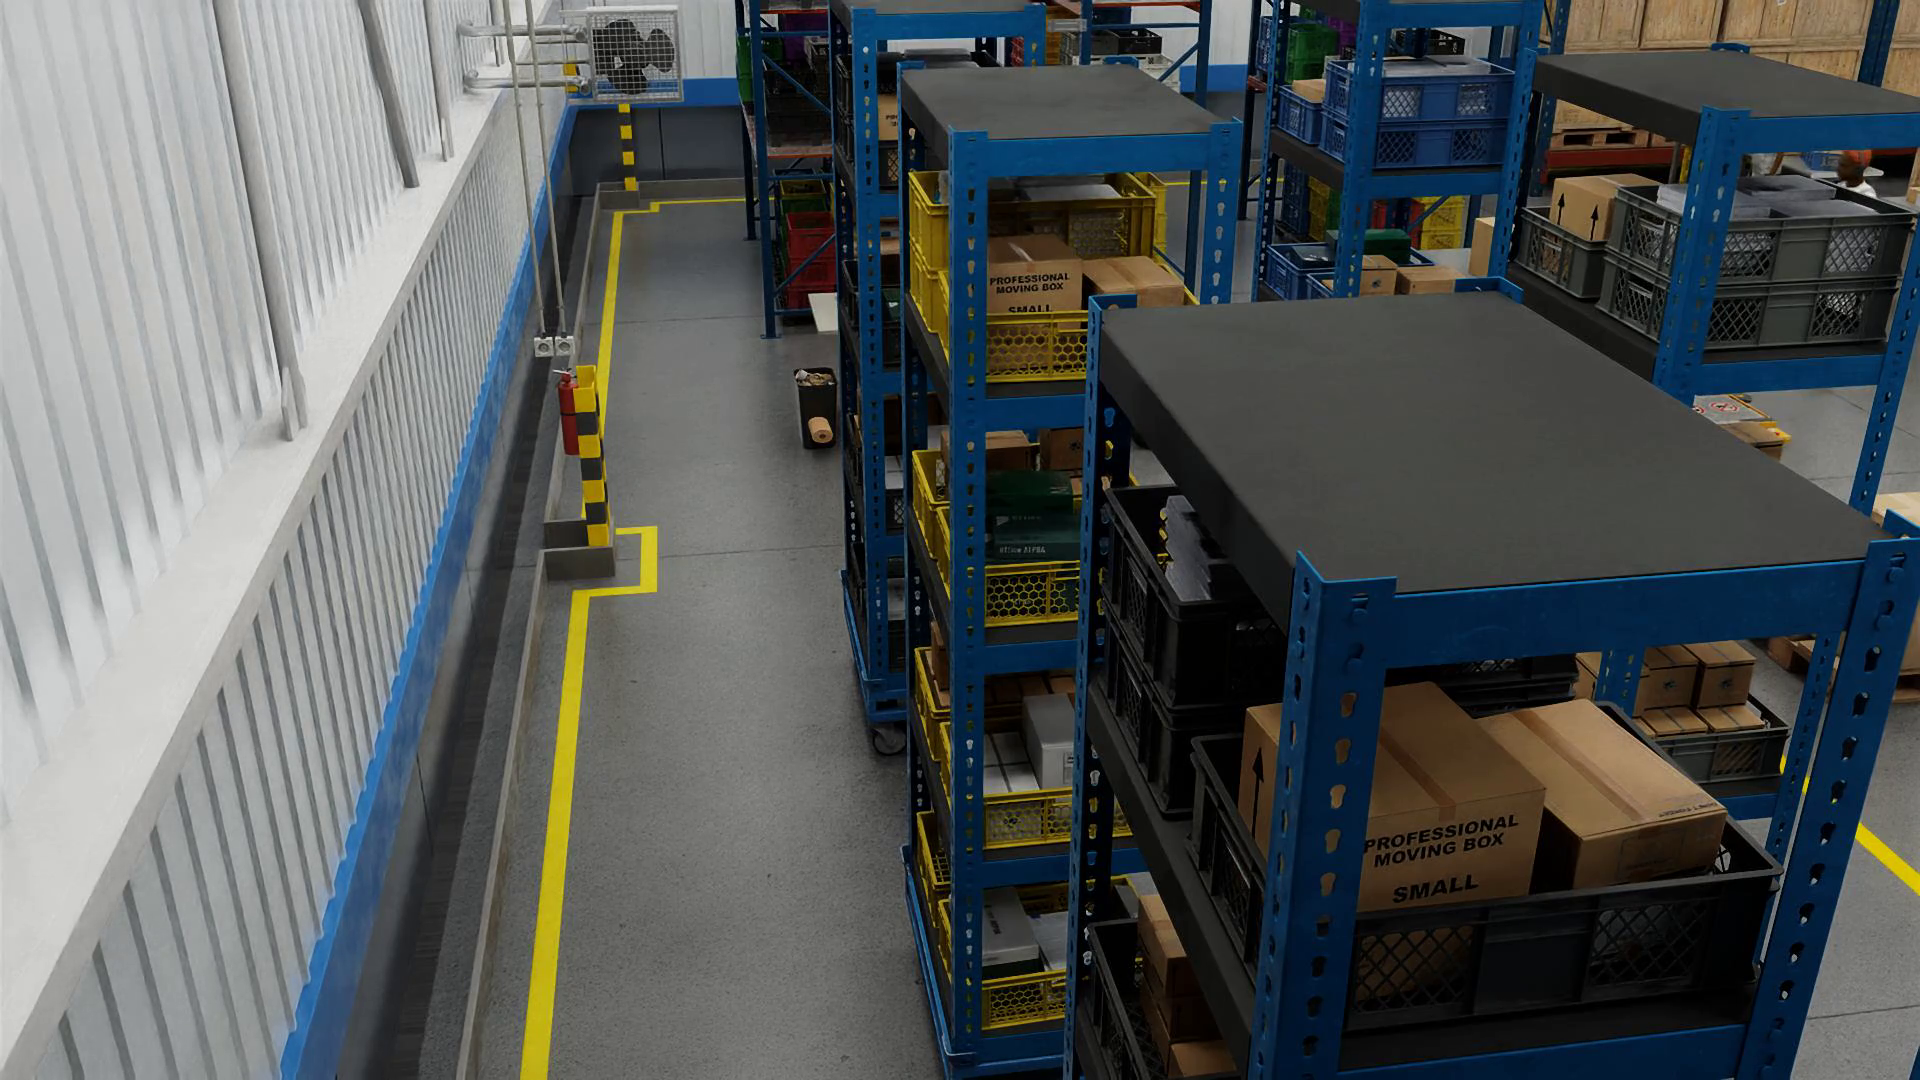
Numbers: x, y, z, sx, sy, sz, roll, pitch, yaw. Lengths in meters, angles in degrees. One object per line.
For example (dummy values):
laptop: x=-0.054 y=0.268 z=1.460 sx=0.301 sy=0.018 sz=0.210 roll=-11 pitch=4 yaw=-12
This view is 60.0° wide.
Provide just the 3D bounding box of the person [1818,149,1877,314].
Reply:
person: x=6.890 y=-2.156 z=13.053 sx=0.355 sy=1.877 sz=0.574 roll=2 pitch=25 yaw=5
